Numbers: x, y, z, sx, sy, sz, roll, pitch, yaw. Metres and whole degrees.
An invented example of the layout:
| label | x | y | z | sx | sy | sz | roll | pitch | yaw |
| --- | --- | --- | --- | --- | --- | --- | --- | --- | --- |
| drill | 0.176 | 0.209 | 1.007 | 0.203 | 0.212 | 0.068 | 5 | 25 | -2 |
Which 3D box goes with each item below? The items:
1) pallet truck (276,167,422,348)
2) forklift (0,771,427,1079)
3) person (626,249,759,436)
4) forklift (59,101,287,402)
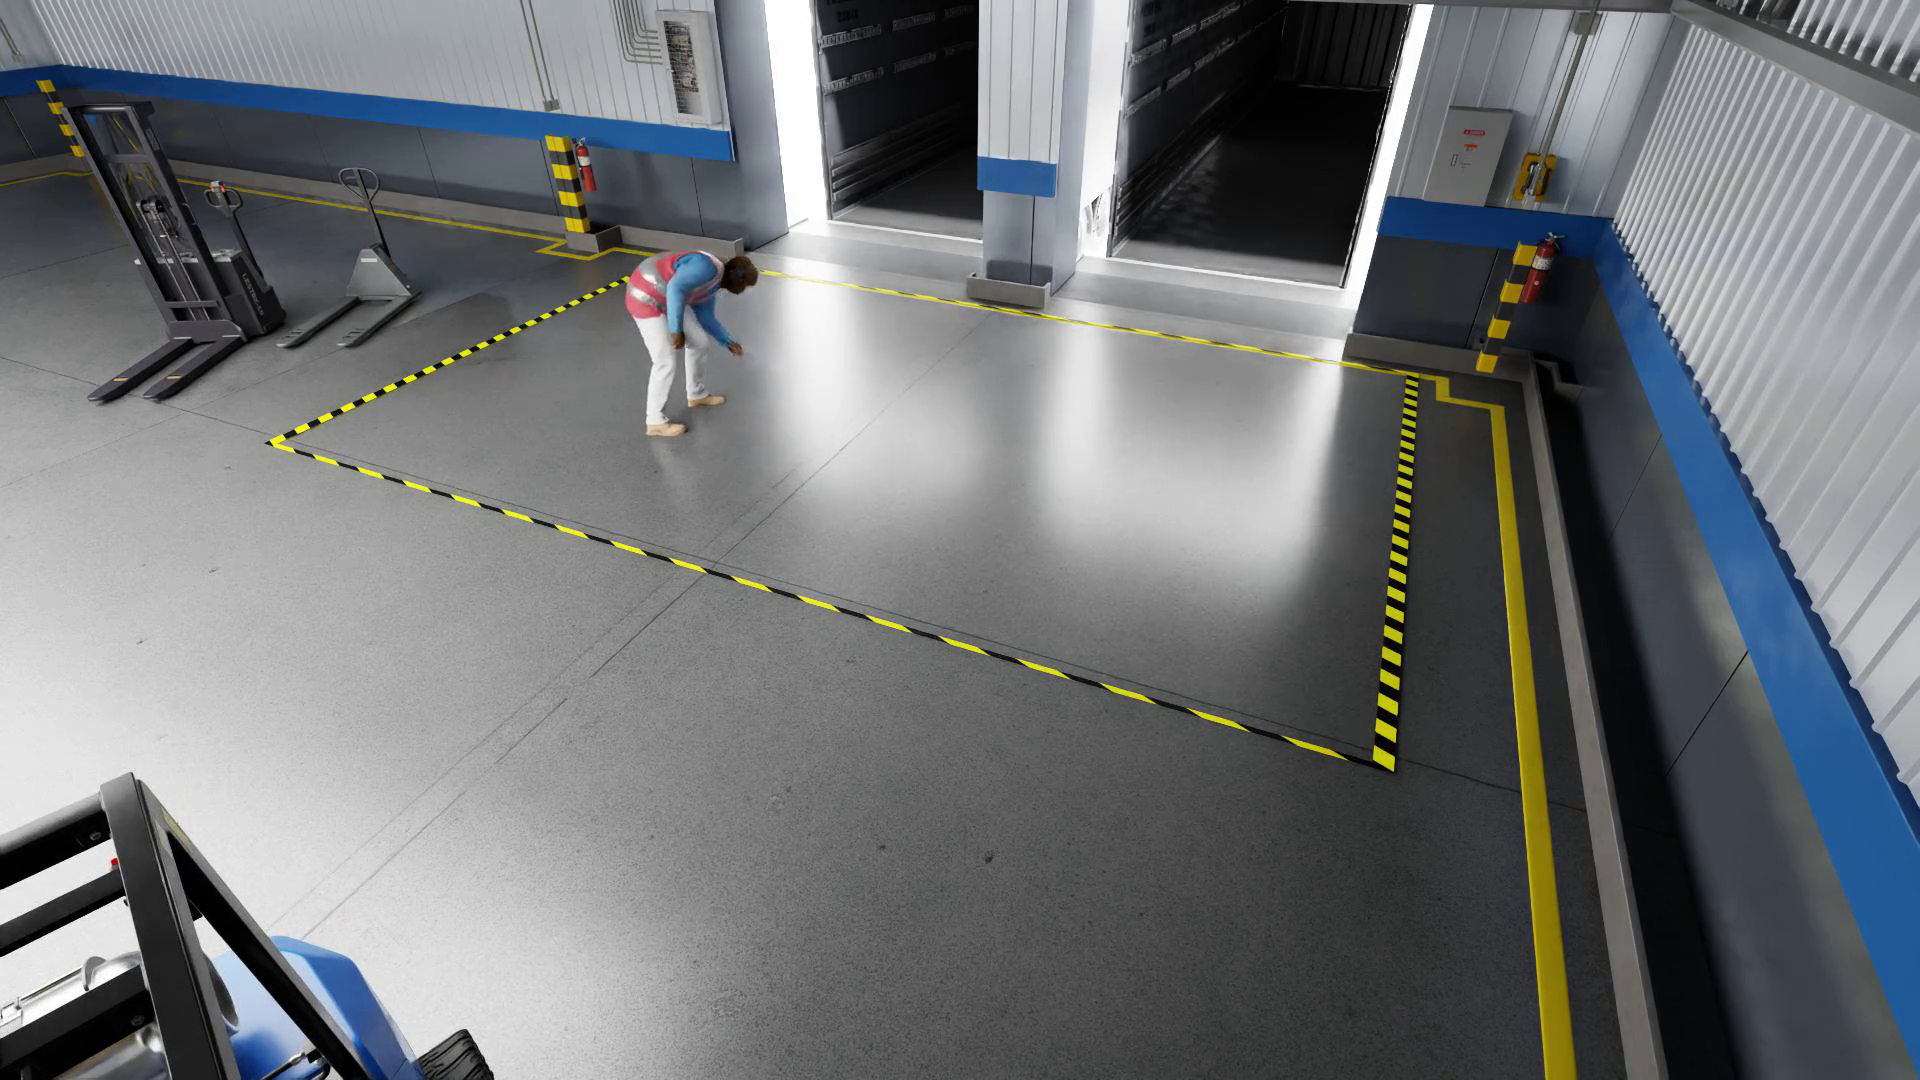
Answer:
| label | x | y | z | sx | sy | sz | roll | pitch | yaw |
| --- | --- | --- | --- | --- | --- | --- | --- | --- | --- |
| pallet truck | -5.732 | -2.611 | 8.414 | 0.680 | 1.201 | 1.601 | -1 | 35 | -1 |
| forklift | -1.292 | 1.609 | 1.408 | 1.157 | 2.036 | 2.680 | -29 | 44 | -35 |
| person | -1.955 | -1.511 | 6.833 | 0.882 | 1.289 | 0.864 | 2 | 35 | 3 |
| forklift | -6.686 | -2.387 | 7.434 | 0.823 | 1.965 | 1.885 | -3 | 35 | -5 |
